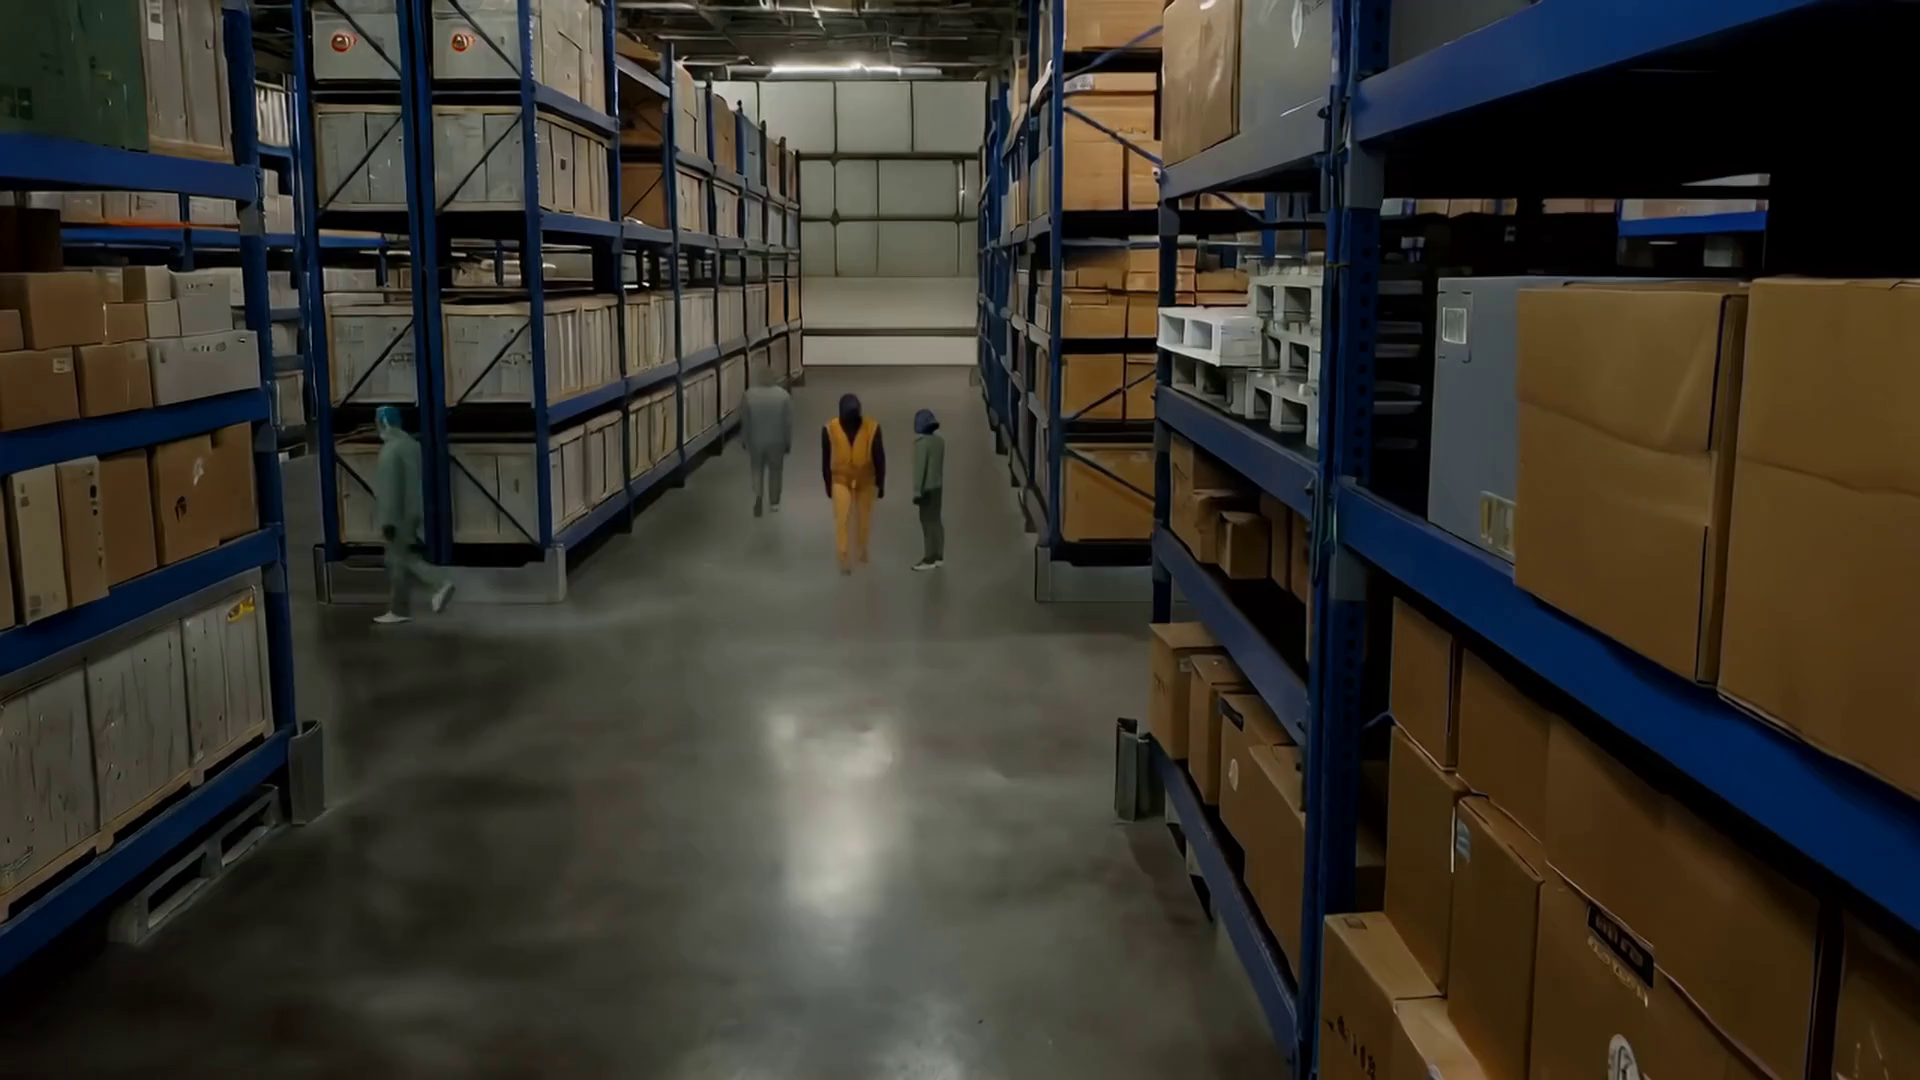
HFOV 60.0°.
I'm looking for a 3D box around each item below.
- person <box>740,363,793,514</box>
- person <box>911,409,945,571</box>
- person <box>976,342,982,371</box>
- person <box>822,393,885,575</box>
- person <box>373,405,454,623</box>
[{"bbox_3d":[-2.394,-1.251,20.586,0.651,1.881,0.775,-1,9,-4],"label":"person"},{"bbox_3d":[-0.326,-0.500,16.735,0.282,1.633,0.498,4,10,26],"label":"person"},{"bbox_3d":[0.716,-4.979,44.271,0.814,1.599,0.530,-3,10,-20],"label":"person"},{"bbox_3d":[-1.074,-0.598,16.856,0.629,1.808,0.910,-1,9,-5],"label":"person"},{"bbox_3d":[-4.748,-0.220,14.253,0.550,1.885,0.641,0,9,-1],"label":"person"}]
